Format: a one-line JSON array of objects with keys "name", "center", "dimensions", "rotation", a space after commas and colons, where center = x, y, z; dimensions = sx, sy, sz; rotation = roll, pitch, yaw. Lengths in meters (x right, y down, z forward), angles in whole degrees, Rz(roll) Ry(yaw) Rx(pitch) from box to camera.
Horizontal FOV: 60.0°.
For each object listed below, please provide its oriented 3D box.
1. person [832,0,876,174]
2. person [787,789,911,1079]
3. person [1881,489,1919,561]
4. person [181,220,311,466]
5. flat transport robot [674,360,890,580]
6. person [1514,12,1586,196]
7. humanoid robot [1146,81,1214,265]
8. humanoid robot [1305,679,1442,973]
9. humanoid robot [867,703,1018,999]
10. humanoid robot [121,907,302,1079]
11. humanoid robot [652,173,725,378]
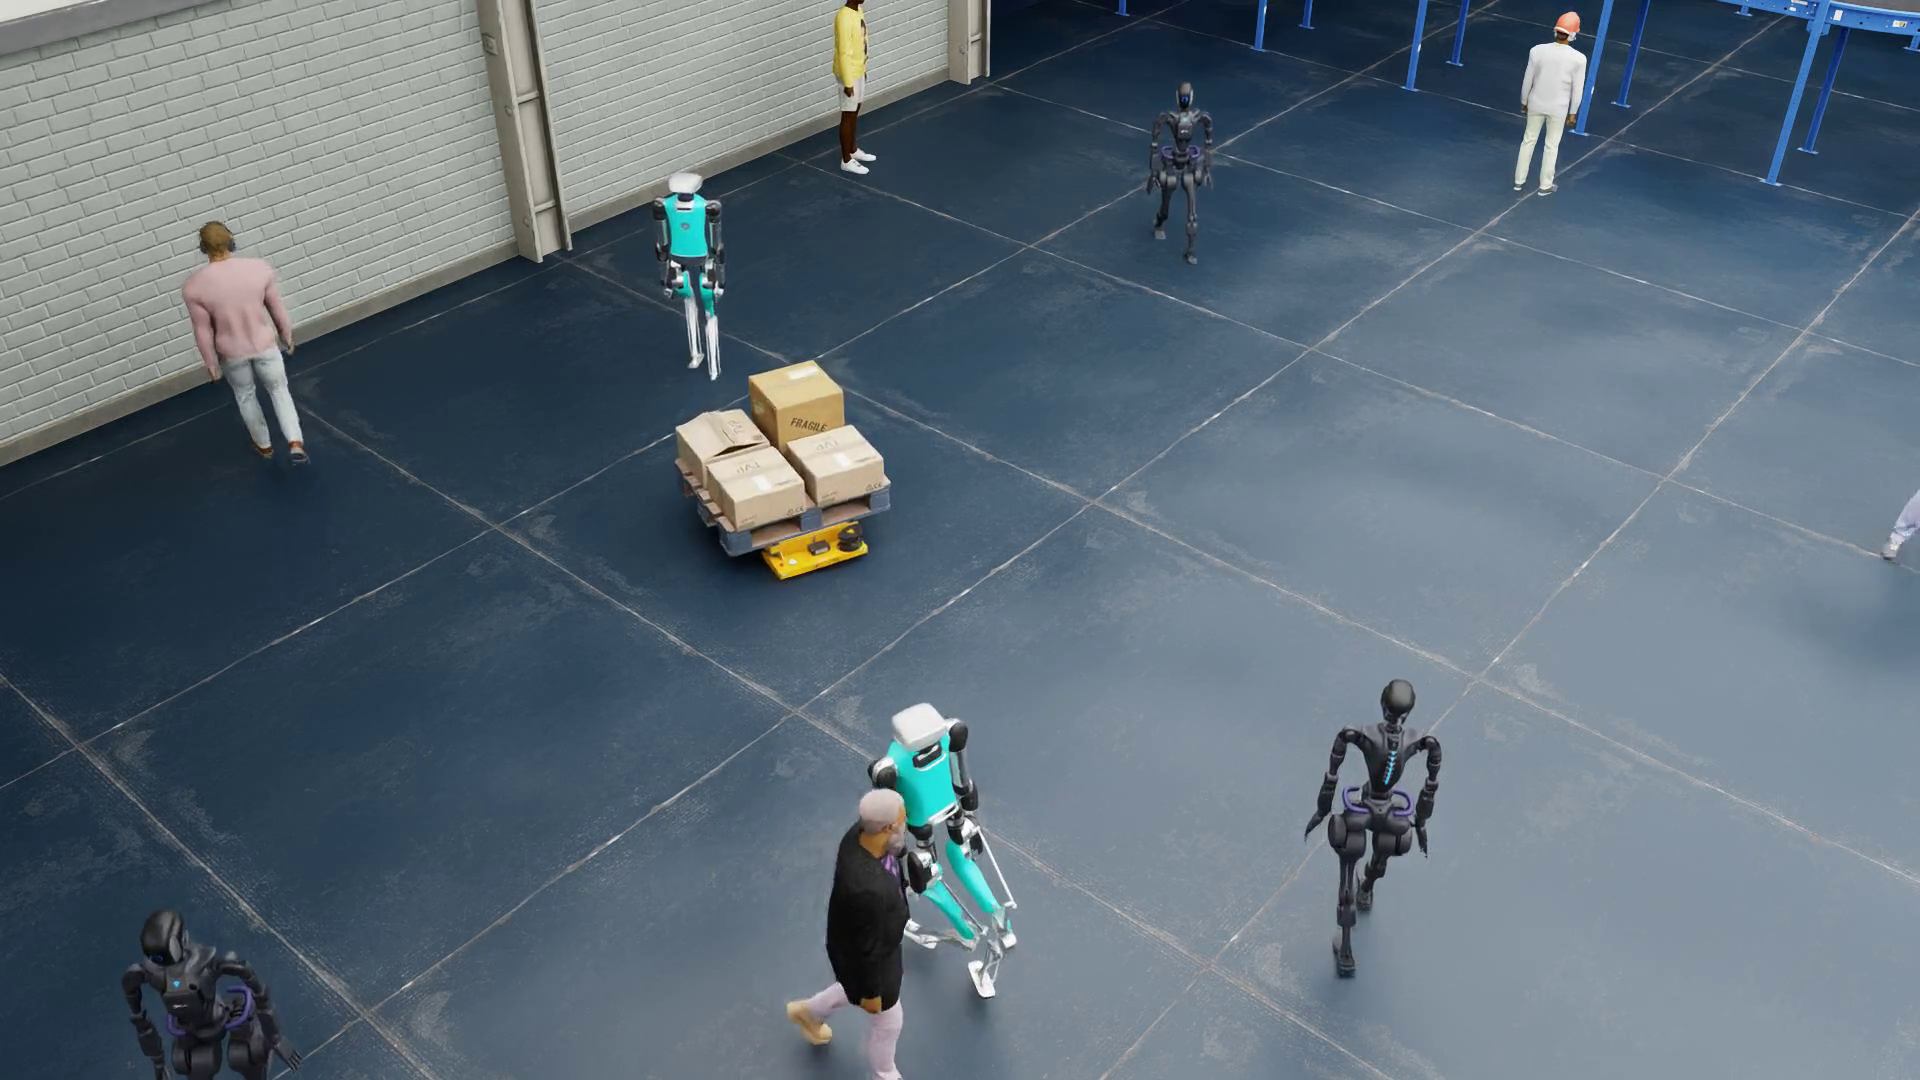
[{"name": "person", "center": [-1.058, -4.604, 16.449], "dimensions": [0.382, 1.899, 0.544], "rotation": [8, 36, 11]}, {"name": "person", "center": [-0.474, 1.828, 7.473], "dimensions": [0.669, 1.827, 0.586], "rotation": [3, 36, 4]}, {"name": "person", "center": [6.630, -0.628, 10.943], "dimensions": [0.681, 1.812, 0.382], "rotation": [-3, 36, -4]}, {"name": "person", "center": [-5.081, -1.358, 11.881], "dimensions": [0.641, 1.912, 0.698], "rotation": [-20, 40, -25]}, {"name": "flat transport robot", "center": [-1.257, -0.240, 11.724], "dimensions": [0.659, 0.231, 1.431], "rotation": [-18, 39, -23]}, {"name": "person", "center": [5.682, -4.201, 16.006], "dimensions": [0.569, 1.749, 0.341], "rotation": [23, 41, 29]}, {"name": "humanoid robot", "center": [1.976, -3.349, 14.905], "dimensions": [0.609, 1.634, 0.706], "rotation": [-2, 35, -3]}, {"name": "humanoid robot", "center": [2.042, 1.362, 8.291], "dimensions": [0.609, 1.627, 0.741], "rotation": [2, 36, 3]}, {"name": "humanoid robot", "center": [-0.024, 1.576, 7.891], "dimensions": [0.575, 1.735, 0.911], "rotation": [-26, 43, -31]}, {"name": "humanoid robot", "center": [-3.183, 2.161, 7.144], "dimensions": [0.616, 1.650, 0.363], "rotation": [-6, 36, -8]}, {"name": "humanoid robot", "center": [-2.064, -2.105, 13.100], "dimensions": [0.552, 1.811, 0.725], "rotation": [1, 35, 2]}]
